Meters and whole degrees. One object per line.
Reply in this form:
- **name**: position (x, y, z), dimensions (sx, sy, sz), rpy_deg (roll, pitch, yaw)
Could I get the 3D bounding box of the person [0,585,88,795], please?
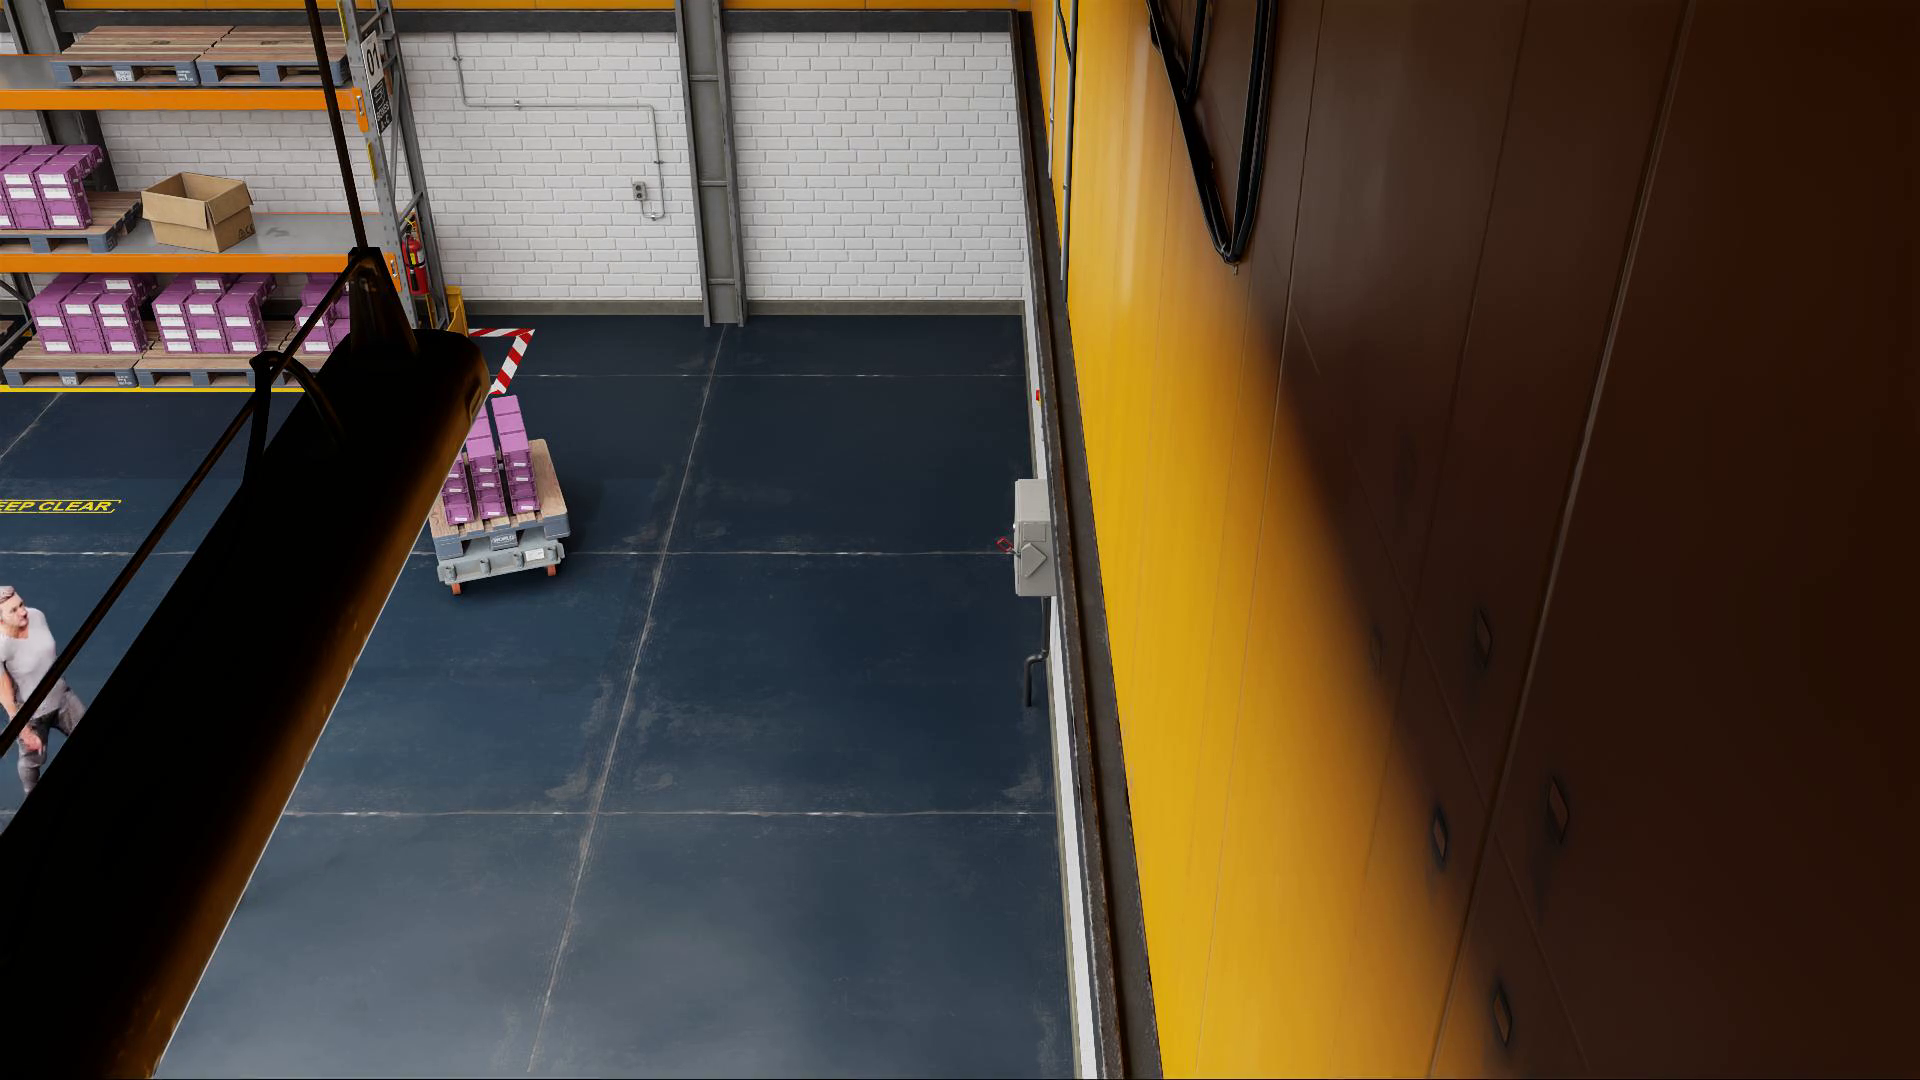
- **person**: position (-5.733, 1.034, 10.226), dimensions (1.262, 1.773, 0.894), rpy_deg (7, 34, 11)
